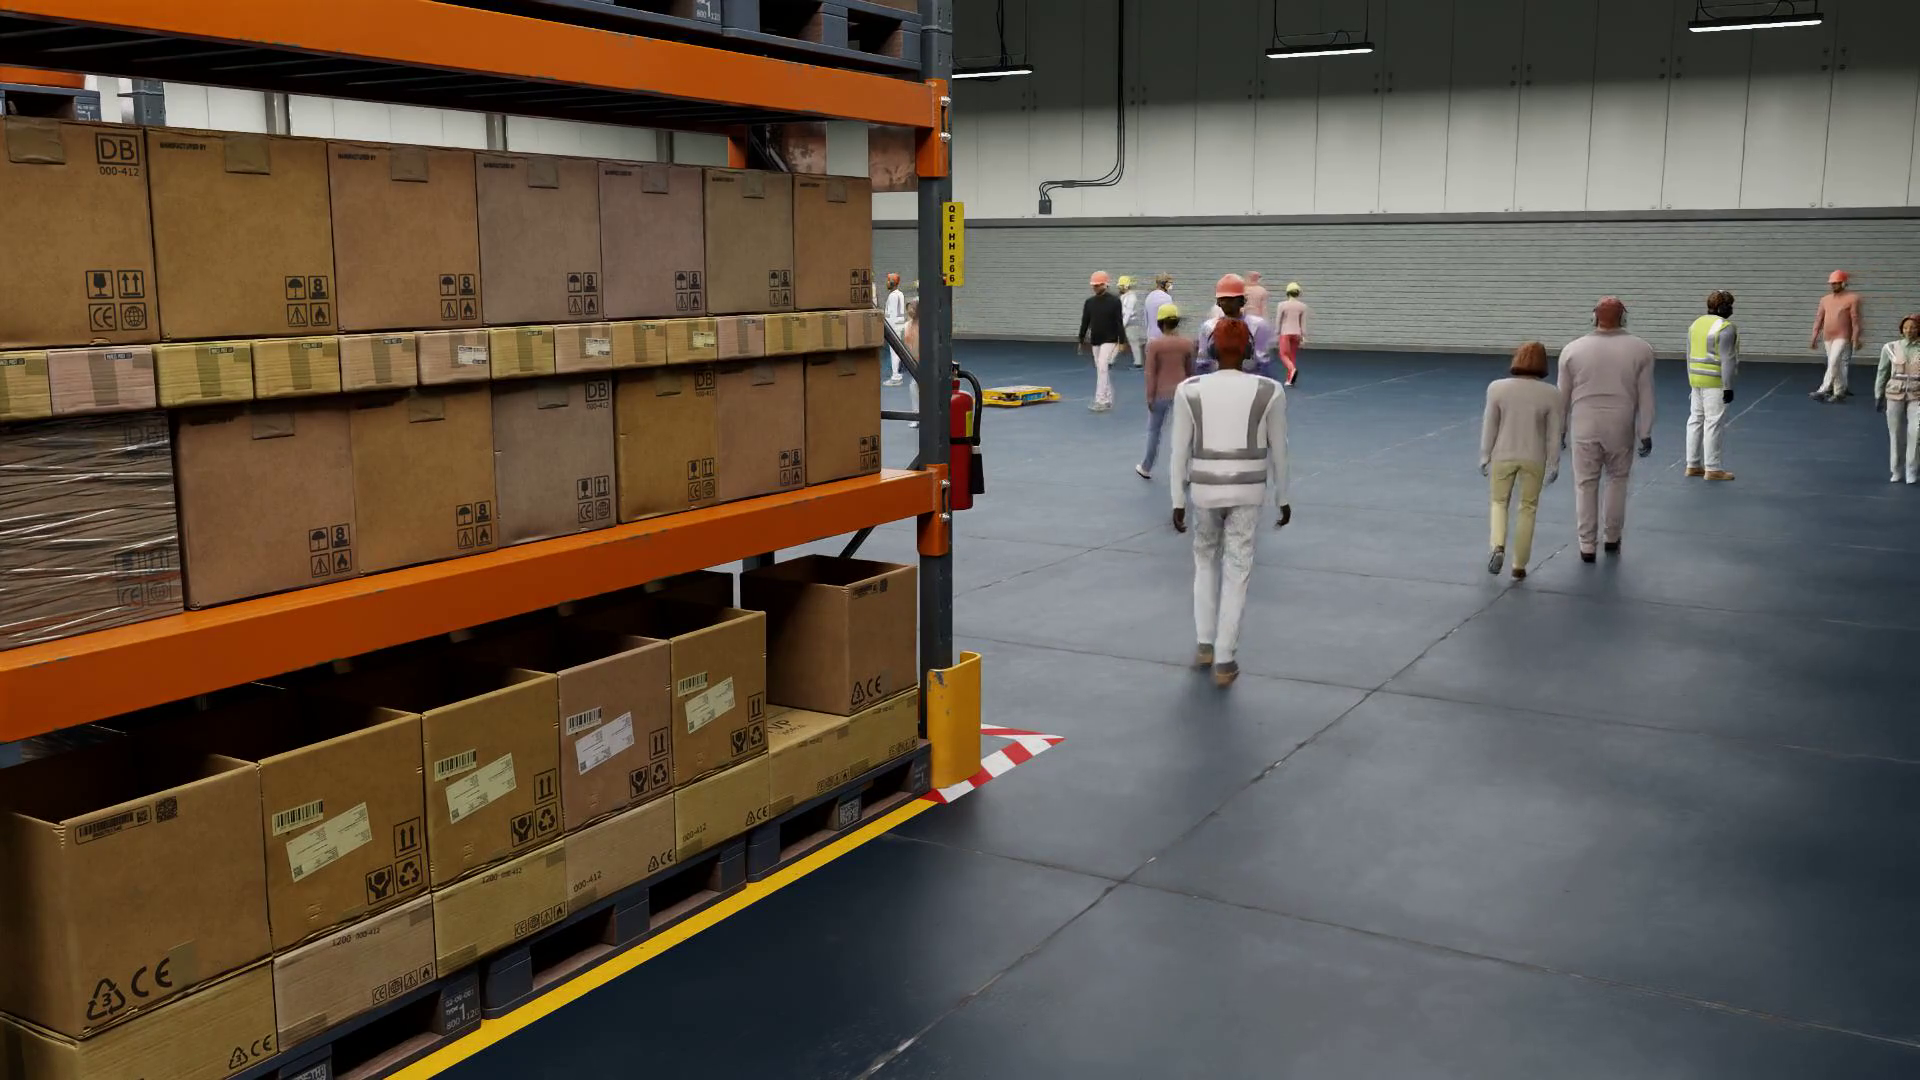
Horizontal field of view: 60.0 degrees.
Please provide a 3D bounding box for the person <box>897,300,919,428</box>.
[{"bbox_3d":[-0.597,-2.208,20.977,0.573,1.616,0.552,-8,13,-40],"label":"person"}]

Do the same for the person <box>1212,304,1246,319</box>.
[{"bbox_3d":[3.792,-2.752,23.573,0.535,1.827,0.638,-5,11,-28],"label":"person"}]

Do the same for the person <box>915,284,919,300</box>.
[{"bbox_3d":[-0.698,-3.848,30.202,0.407,1.757,0.525,-4,11,-24],"label":"person"}]

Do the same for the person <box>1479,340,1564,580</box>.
[{"bbox_3d":[3.757,-0.528,11.144,0.533,1.619,0.378,5,11,25],"label":"person"}]

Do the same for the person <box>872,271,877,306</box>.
[{"bbox_3d":[-1.994,-4.932,36.036,0.355,1.930,0.593,-10,14,-44],"label":"person"}]

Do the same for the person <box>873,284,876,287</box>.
[{"bbox_3d":[-2.279,-5.403,39.087,0.531,1.822,0.928,-6,11,-31],"label":"person"}]

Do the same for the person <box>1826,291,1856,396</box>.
[{"bbox_3d":[13.791,-3.072,26.013,0.285,1.633,0.497,-8,12,-38],"label":"person"}]

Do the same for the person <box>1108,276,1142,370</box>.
[{"bbox_3d":[3.107,-4.137,31.807,0.902,1.780,0.591,-3,10,-19],"label":"person"}]

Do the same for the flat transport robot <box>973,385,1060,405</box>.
[{"bbox_3d":[0.841,-2.143,24.561,0.652,0.197,1.431,6,11,32],"label":"flat transport robot"}]

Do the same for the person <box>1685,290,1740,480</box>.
[{"bbox_3d":[7.367,-1.512,16.275,0.430,1.845,0.624,-2,10,-9],"label":"person"}]

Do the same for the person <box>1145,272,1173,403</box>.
[{"bbox_3d":[2.947,-2.961,24.489,0.371,1.935,0.627,-4,11,-23],"label":"person"}]

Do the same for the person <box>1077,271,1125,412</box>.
[{"bbox_3d":[1.907,-2.756,23.189,0.664,1.957,0.878,8,13,40],"label":"person"}]

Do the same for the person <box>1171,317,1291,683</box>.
[{"bbox_3d":[1.425,-0.228,8.685,0.600,1.855,0.776,3,10,17],"label":"person"}]

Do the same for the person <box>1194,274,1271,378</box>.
[{"bbox_3d":[2.223,-1.200,13.928,0.650,2.014,0.869,7,12,34],"label":"person"}]

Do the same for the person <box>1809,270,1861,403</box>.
[{"bbox_3d":[12.841,-2.987,24.562,0.978,1.952,0.657,-4,11,-24],"label":"person"}]

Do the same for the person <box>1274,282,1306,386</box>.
[{"bbox_3d":[5.526,-3.413,27.659,0.520,1.753,0.625,-2,10,-13],"label":"person"}]

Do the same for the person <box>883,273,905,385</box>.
[{"bbox_3d":[-1.114,-3.547,28.070,0.356,1.883,0.574,2,10,9],"label":"person"}]

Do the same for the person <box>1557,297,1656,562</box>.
[{"bbox_3d":[4.664,-0.813,12.079,0.679,1.868,0.903,4,10,20],"label":"person"}]

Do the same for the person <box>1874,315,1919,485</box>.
[{"bbox_3d":[9.005,-1.330,15.848,0.540,1.614,0.628,6,12,33],"label":"person"}]

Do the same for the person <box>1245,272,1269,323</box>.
[{"bbox_3d":[5.554,-4.114,31.436,0.658,1.868,0.895,5,11,27],"label":"person"}]

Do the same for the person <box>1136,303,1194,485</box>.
[{"bbox_3d":[1.995,-1.396,15.941,0.520,1.720,0.922,-2,10,-13],"label":"person"}]
